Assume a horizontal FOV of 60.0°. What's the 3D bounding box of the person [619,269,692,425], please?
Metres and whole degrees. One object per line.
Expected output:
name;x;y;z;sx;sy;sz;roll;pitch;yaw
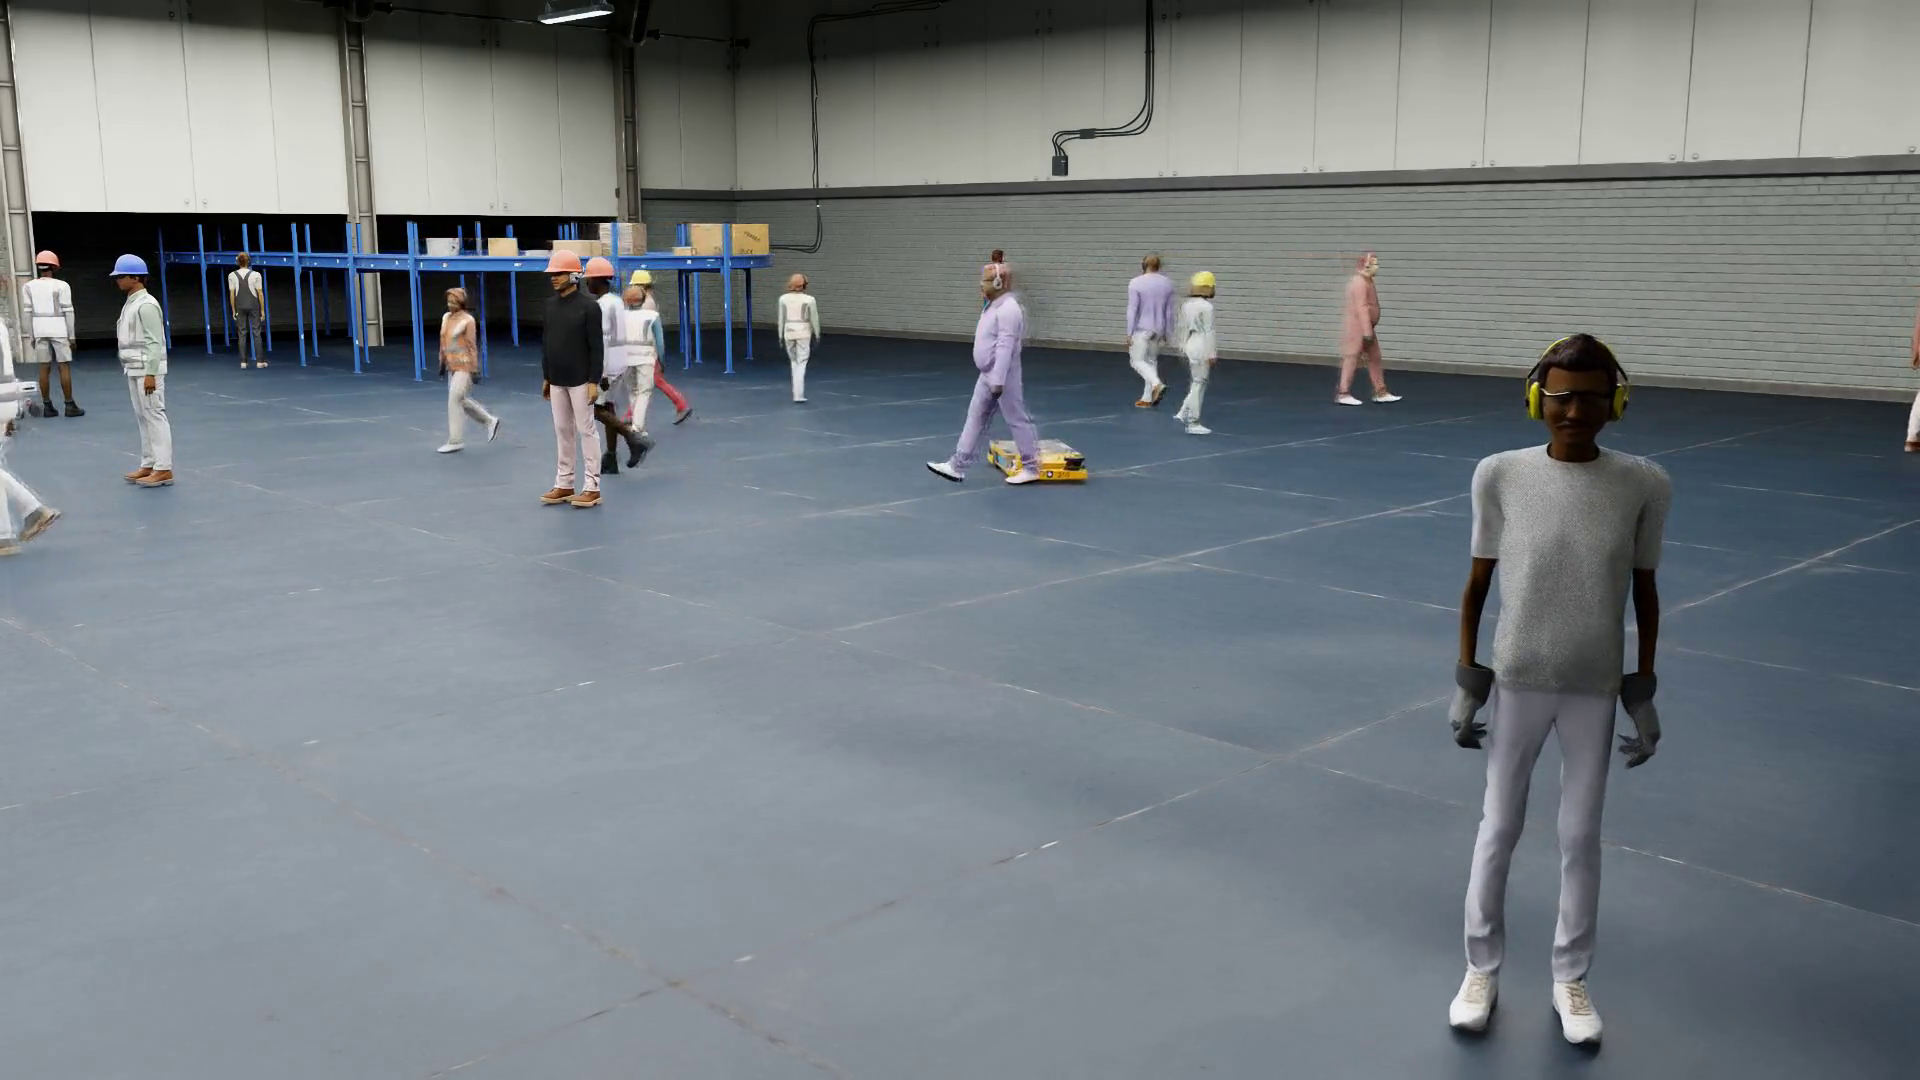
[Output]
person;-3.446;-2.146;18.544;0.836;1.736;0.520;-3;11;-18

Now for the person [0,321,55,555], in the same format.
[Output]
person;-6.426;-0.828;11.015;0.448;1.874;0.580;-4;11;-20

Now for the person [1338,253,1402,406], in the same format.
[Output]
person;5.130;-2.597;20.624;0.862;1.873;0.680;4;11;21

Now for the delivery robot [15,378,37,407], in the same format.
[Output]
delivery robot;-11.211;-1.751;19.493;0.707;0.478;0.477;2;11;12

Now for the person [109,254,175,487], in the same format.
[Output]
person;-6.945;-1.440;14.134;0.388;1.947;0.610;-9;14;-41

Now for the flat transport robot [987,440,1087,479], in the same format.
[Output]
flat transport robot;0.675;-0.735;14.981;0.652;0.197;1.431;-1;10;-8

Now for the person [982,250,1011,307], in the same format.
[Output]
person;0.680;-4.507;31.142;0.570;1.841;0.373;5;11;23

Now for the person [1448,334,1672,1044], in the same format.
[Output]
person;1.562;0.394;4.362;0.533;1.864;0.310;3;11;15

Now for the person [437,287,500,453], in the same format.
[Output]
person;-4.861;-1.685;16.383;0.647;1.611;0.536;-9;14;-42

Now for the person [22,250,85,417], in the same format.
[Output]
person;-10.631;-2.414;19.489;0.547;1.932;0.388;0;10;-2

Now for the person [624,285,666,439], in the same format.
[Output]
person;-3.308;-1.800;17.029;0.509;1.607;0.778;2;11;9

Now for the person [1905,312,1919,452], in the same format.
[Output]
person;9.581;-1.817;16.141;0.464;1.970;0.646;-2;11;-12

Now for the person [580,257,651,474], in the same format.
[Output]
person;-3.074;-1.537;14.744;0.556;1.924;0.553;1;10;6

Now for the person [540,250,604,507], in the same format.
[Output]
person;-3.054;-1.264;13.039;0.611;1.996;0.378;7;12;32

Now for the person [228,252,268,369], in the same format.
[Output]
person;-11.364;-3.665;26.550;0.507;1.846;0.343;-2;11;-11

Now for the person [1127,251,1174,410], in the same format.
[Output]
person;2.320;-2.525;20.126;0.640;1.918;0.619;-6;12;-29

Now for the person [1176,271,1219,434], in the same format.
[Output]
person;2.585;-1.999;17.770;0.369;1.728;0.495;-3;11;-18

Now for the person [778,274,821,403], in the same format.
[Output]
person;-2.014;-2.575;21.225;0.538;1.614;0.685;4;11;20

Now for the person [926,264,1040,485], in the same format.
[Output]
person;0.237;-1.383;14.049;0.995;1.855;0.674;-3;11;-16
